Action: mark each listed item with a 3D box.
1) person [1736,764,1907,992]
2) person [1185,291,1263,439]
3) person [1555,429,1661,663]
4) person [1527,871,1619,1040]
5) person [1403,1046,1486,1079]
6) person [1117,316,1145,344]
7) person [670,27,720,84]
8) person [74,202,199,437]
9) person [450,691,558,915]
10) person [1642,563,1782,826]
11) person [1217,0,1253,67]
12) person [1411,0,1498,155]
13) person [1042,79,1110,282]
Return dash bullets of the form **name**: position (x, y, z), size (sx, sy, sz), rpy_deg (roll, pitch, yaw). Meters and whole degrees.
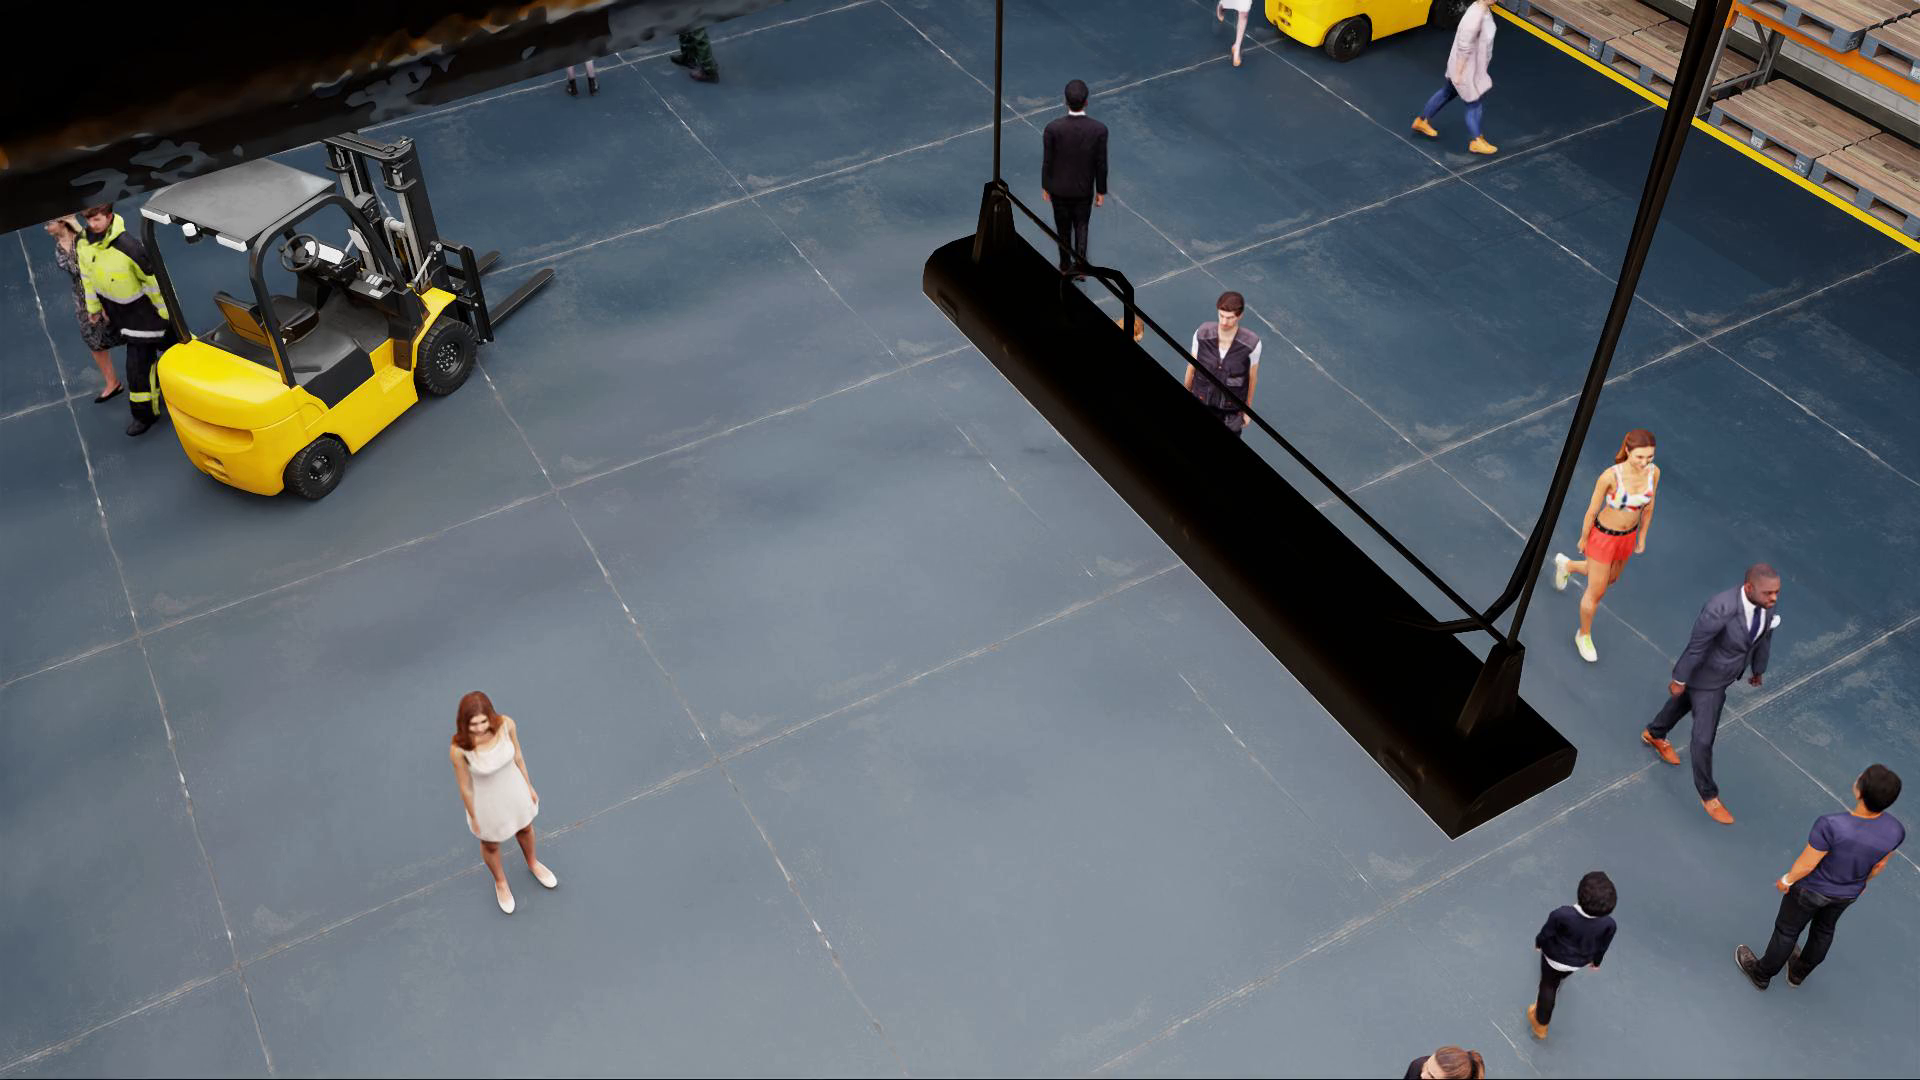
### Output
- **person**: position (4.648, 1.840, 8.906), size (0.716, 1.788, 0.697), rpy_deg (-2, 44, -2)
- **person**: position (1.844, -0.998, 11.843), size (0.740, 1.848, 0.809), rpy_deg (12, 45, 12)
- **person**: position (4.245, -0.067, 10.921), size (0.775, 1.771, 1.067), rpy_deg (-8, 44, -8)
- **person**: position (3.271, 2.231, 8.922), size (0.767, 1.201, 0.858), rpy_deg (6, 44, 7)
- **person**: position (2.140, 2.884, 7.854), size (0.674, 1.729, 0.553), rpy_deg (-12, 45, -12)
- **person**: position (1.144, -1.095, 12.365), size (0.892, 1.269, 0.919), rpy_deg (2, 44, 2)
- **person**: position (-2.613, -5.435, 16.480), size (1.031, 1.876, 0.966), rpy_deg (11, 45, 12)
- **person**: position (-6.208, -1.835, 12.666), size (1.346, 1.924, 1.269), rpy_deg (20, 47, 20)
- **person**: position (-2.613, 1.435, 9.392), size (0.582, 1.706, 0.564), rpy_deg (-28, 50, -26)
- **person**: position (4.490, 0.748, 10.050), size (0.733, 1.792, 1.073), rpy_deg (-20, 47, -20)
- **person**: position (2.811, -5.747, 16.885), size (0.827, 1.768, 1.104), rpy_deg (-6, 44, -6)
- **person**: position (4.681, -4.473, 15.596), size (1.200, 1.703, 1.069), rpy_deg (18, 46, 18)
- **person**: position (0.926, -2.893, 13.817), size (0.904, 1.868, 0.982), rpy_deg (0, 44, 0)
